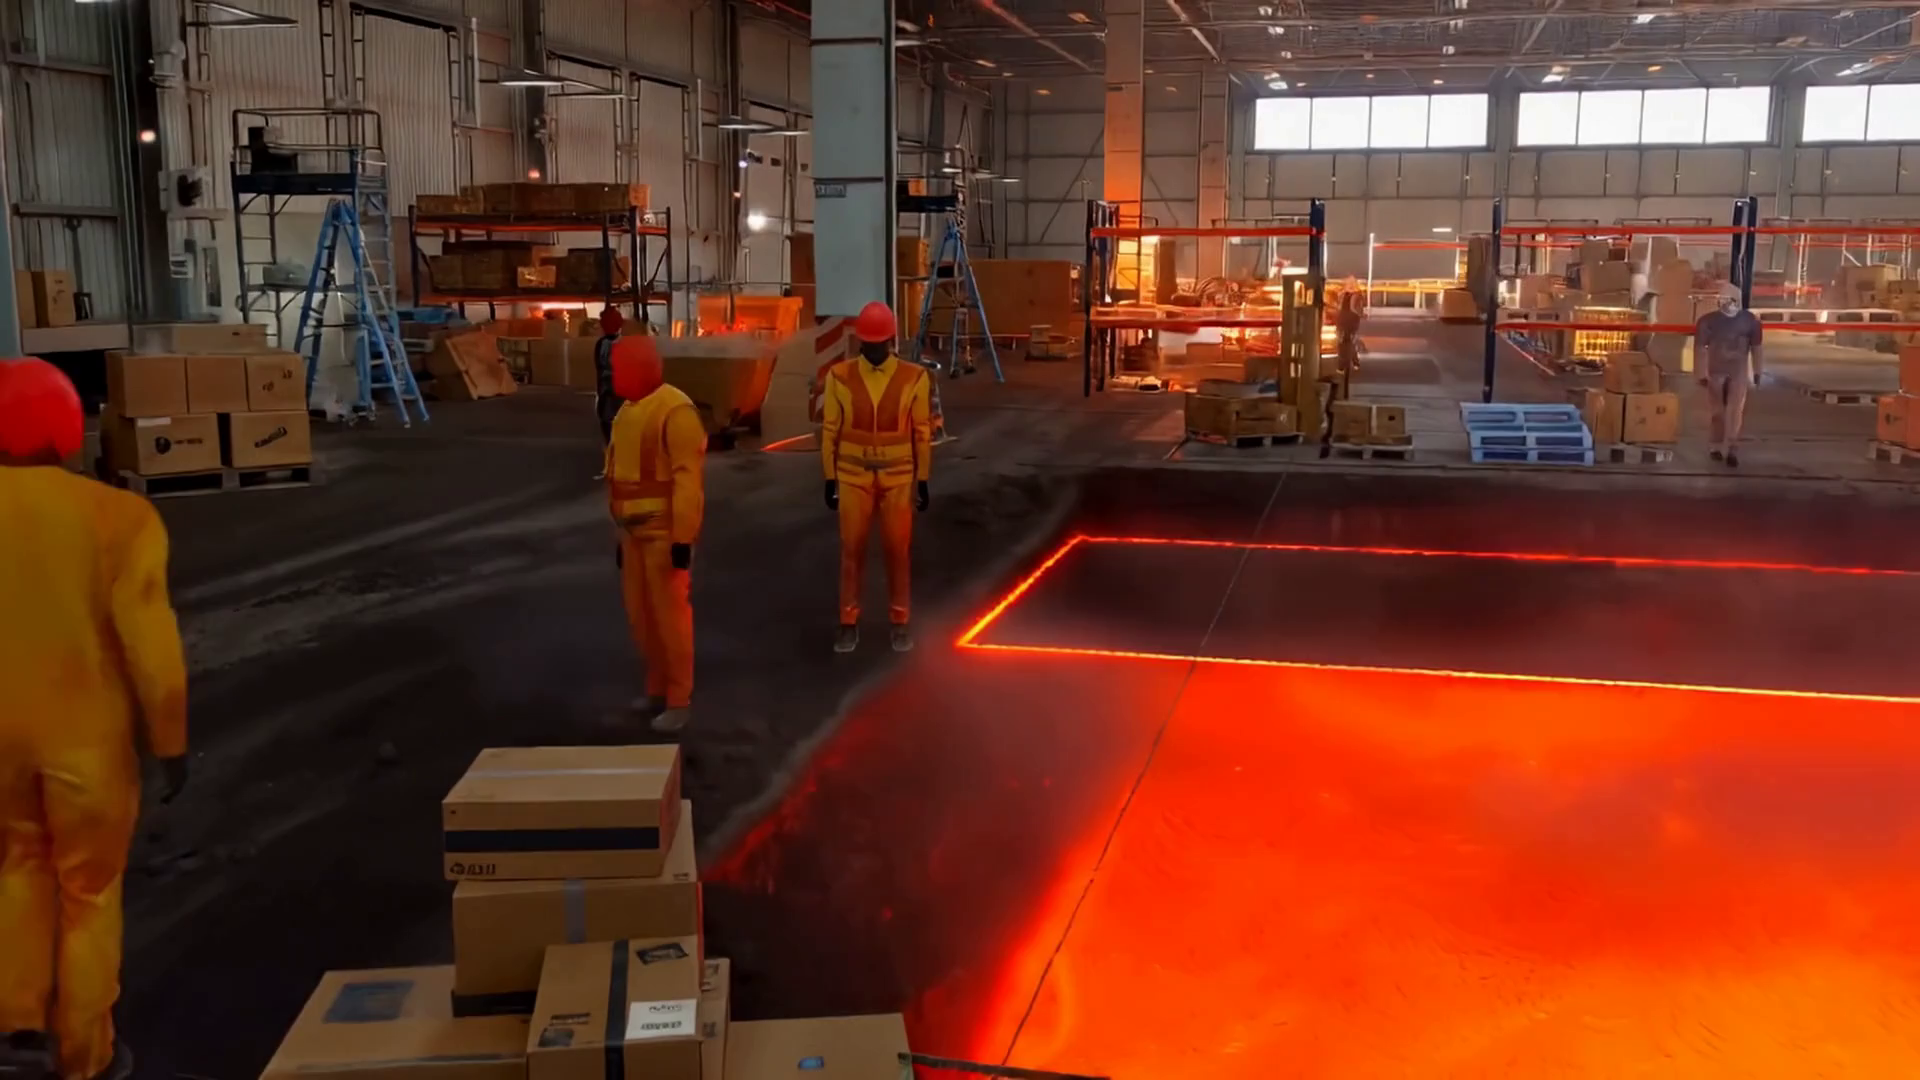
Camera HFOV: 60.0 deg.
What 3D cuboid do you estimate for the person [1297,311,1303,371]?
[{"bbox_3d":[6.686,-4.094,31.889,0.485,1.737,0.322,-3,10,-16],"label":"person"}]

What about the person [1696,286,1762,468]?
[{"bbox_3d":[8.038,-1.710,17.422,0.650,1.884,0.998,4,10,23],"label":"person"}]

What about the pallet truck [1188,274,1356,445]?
[{"bbox_3d":[3.653,-2.138,19.590,1.885,1.965,0.823,-4,10,-20],"label":"pallet truck"}]

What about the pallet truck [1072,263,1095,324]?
[{"bbox_3d":[4.325,-8.180,55.162,0.823,1.965,1.885,6,11,31],"label":"pallet truck"}]

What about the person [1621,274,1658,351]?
[{"bbox_3d":[11.467,-3.554,28.196,0.634,1.898,0.637,-4,11,-24],"label":"person"}]

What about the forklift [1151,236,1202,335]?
[{"bbox_3d":[5.870,-7.214,46.880,1.873,2.768,1.129,2,10,14],"label":"forklift"}]

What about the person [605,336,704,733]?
[{"bbox_3d":[-1.416,-0.023,7.715,0.433,1.814,0.667,-8,12,-38],"label":"person"}]

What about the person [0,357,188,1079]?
[{"bbox_3d":[-2.290,0.503,4.232,0.656,1.925,0.441,-1,10,-8],"label":"person"}]

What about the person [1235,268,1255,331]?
[{"bbox_3d":[8.386,-7.068,48.949,0.585,1.882,0.337,9,13,44],"label":"person"}]

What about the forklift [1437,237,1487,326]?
[{"bbox_3d":[16.111,-8.150,52.391,1.873,2.768,1.129,1,10,8],"label":"forklift"}]

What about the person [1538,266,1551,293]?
[{"bbox_3d":[18.093,-7.464,51.222,0.888,1.900,0.650,-1,10,-3],"label":"person"}]

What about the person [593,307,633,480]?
[{"bbox_3d":[-3.377,-1.416,16.221,0.541,1.695,0.315,7,12,35],"label":"person"}]

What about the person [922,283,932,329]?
[{"bbox_3d":[-0.890,-7.349,50.483,0.544,1.929,0.386,-6,11,-32],"label":"person"}]

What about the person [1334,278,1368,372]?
[{"bbox_3d":[7.472,-4.086,31.714,1.009,1.775,0.541,-9,13,-44],"label":"person"}]

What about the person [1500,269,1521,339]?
[{"bbox_3d":[14.835,-6.359,44.835,0.534,1.882,0.959,1,10,3],"label":"person"}]

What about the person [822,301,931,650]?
[{"bbox_3d":[-0.464,-0.348,9.224,0.603,1.938,0.401,0,10,-1],"label":"person"}]
